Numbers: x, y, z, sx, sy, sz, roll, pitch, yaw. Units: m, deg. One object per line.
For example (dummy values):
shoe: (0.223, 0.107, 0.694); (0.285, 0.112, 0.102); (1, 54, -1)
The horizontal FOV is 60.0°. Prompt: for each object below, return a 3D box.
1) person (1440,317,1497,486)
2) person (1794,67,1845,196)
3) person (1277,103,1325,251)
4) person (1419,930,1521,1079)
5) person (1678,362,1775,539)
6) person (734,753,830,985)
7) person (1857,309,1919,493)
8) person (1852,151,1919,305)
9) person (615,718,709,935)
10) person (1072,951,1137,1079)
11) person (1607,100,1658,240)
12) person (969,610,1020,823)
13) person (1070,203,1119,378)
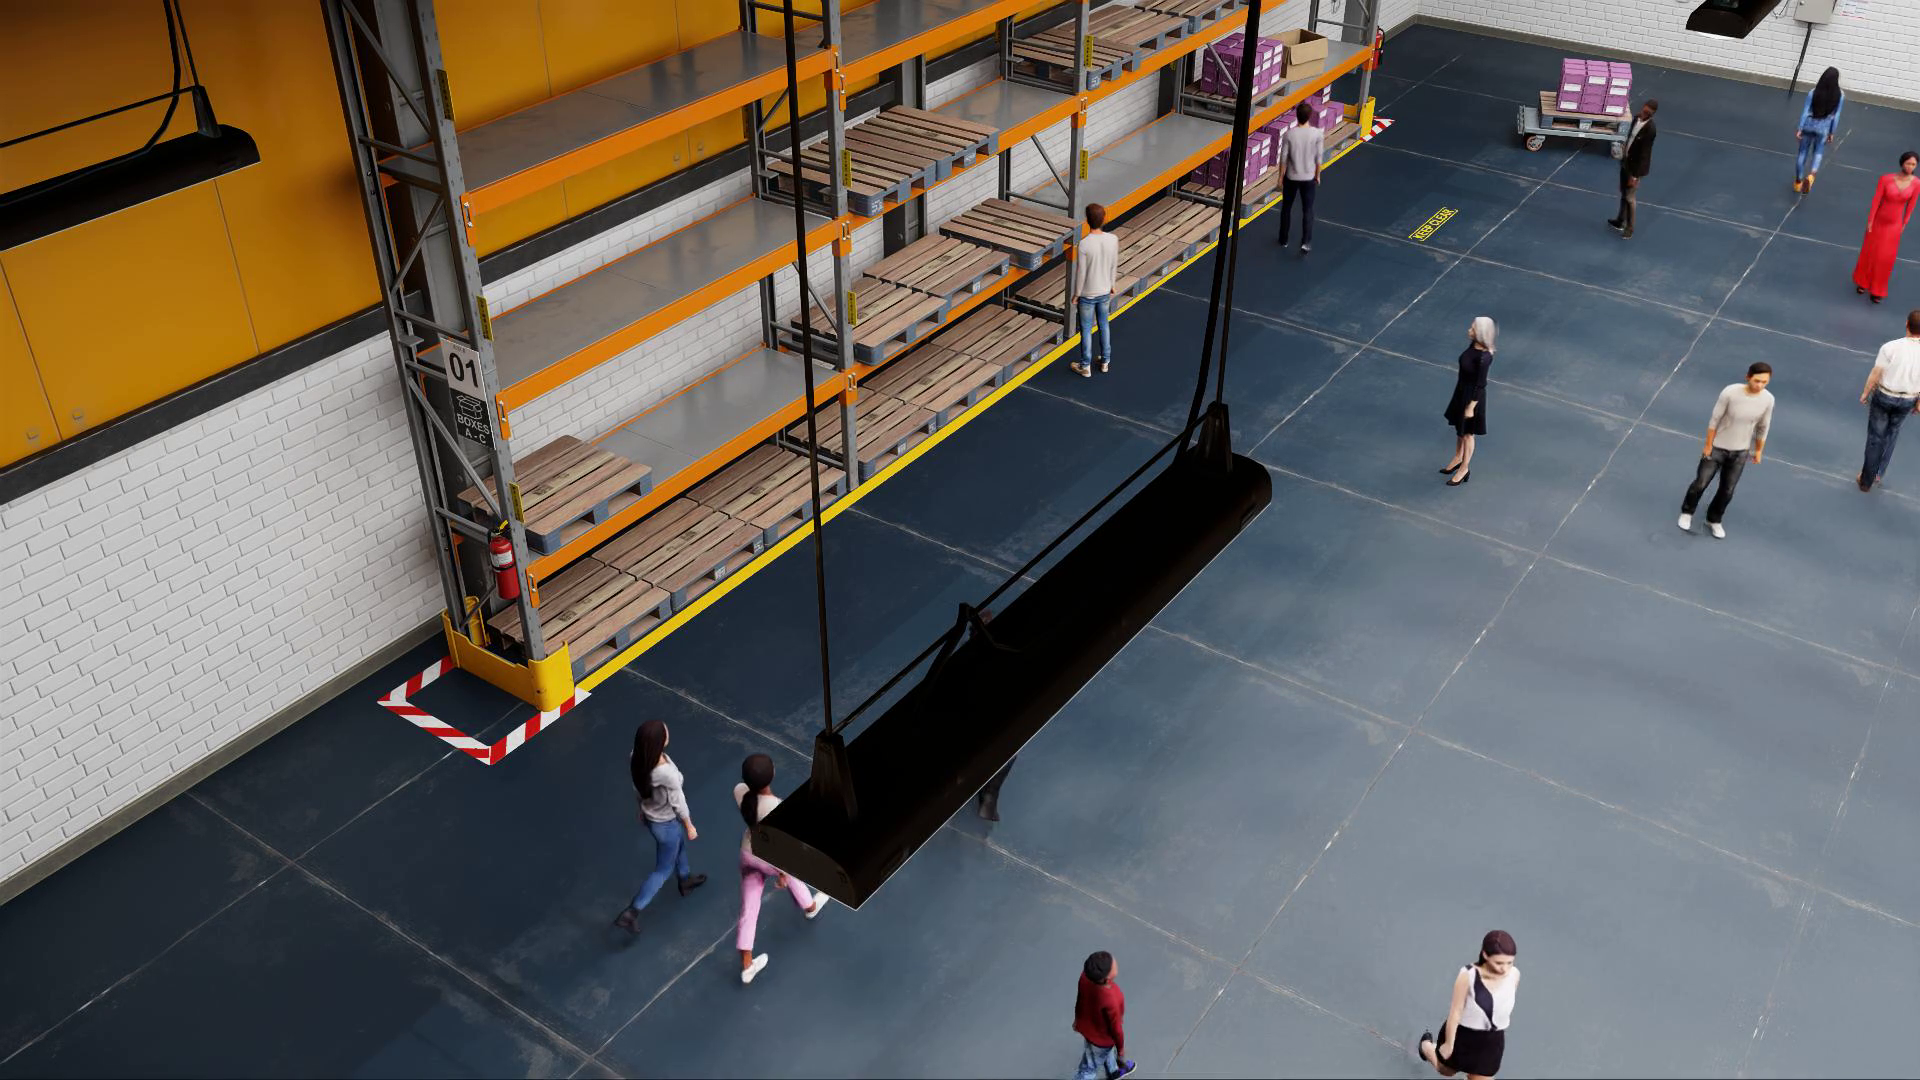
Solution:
person: (4.823, -1.324, 15.778); (0.764, 1.746, 0.679); (0, 34, 0)
person: (11.256, -5.335, 21.857); (0.765, 1.697, 0.990); (11, 35, 16)
person: (4.167, -4.446, 20.378); (0.824, 1.853, 0.865); (5, 34, 7)
person: (2.929, 2.826, 9.640); (0.960, 1.629, 1.034); (-6, 34, -8)
person: (6.933, -0.854, 15.030); (0.795, 1.792, 0.802); (4, 34, 6)
person: (-1.305, 2.120, 10.644); (0.635, 1.694, 1.146); (18, 38, 25)
person: (8.771, -1.259, 15.589); (0.785, 1.848, 0.788); (7, 34, 10)
person: (10.738, -3.684, 19.310); (0.723, 1.767, 0.914); (14, 36, 19)
person: (-2.031, 1.917, 11.030); (1.081, 1.604, 0.777); (-25, 41, -33)
person: (0.764, 2.930, 9.835); (0.959, 1.240, 0.764); (-16, 37, -23)
person: (8.430, -4.695, 20.821); (0.897, 1.778, 0.786); (5, 34, 8)
person: (0.196, 1.306, 11.803); (0.700, 1.766, 0.830); (15, 36, 21)
person: (1.424, -2.640, 17.618); (0.686, 1.902, 0.816); (-15, 36, -21)
